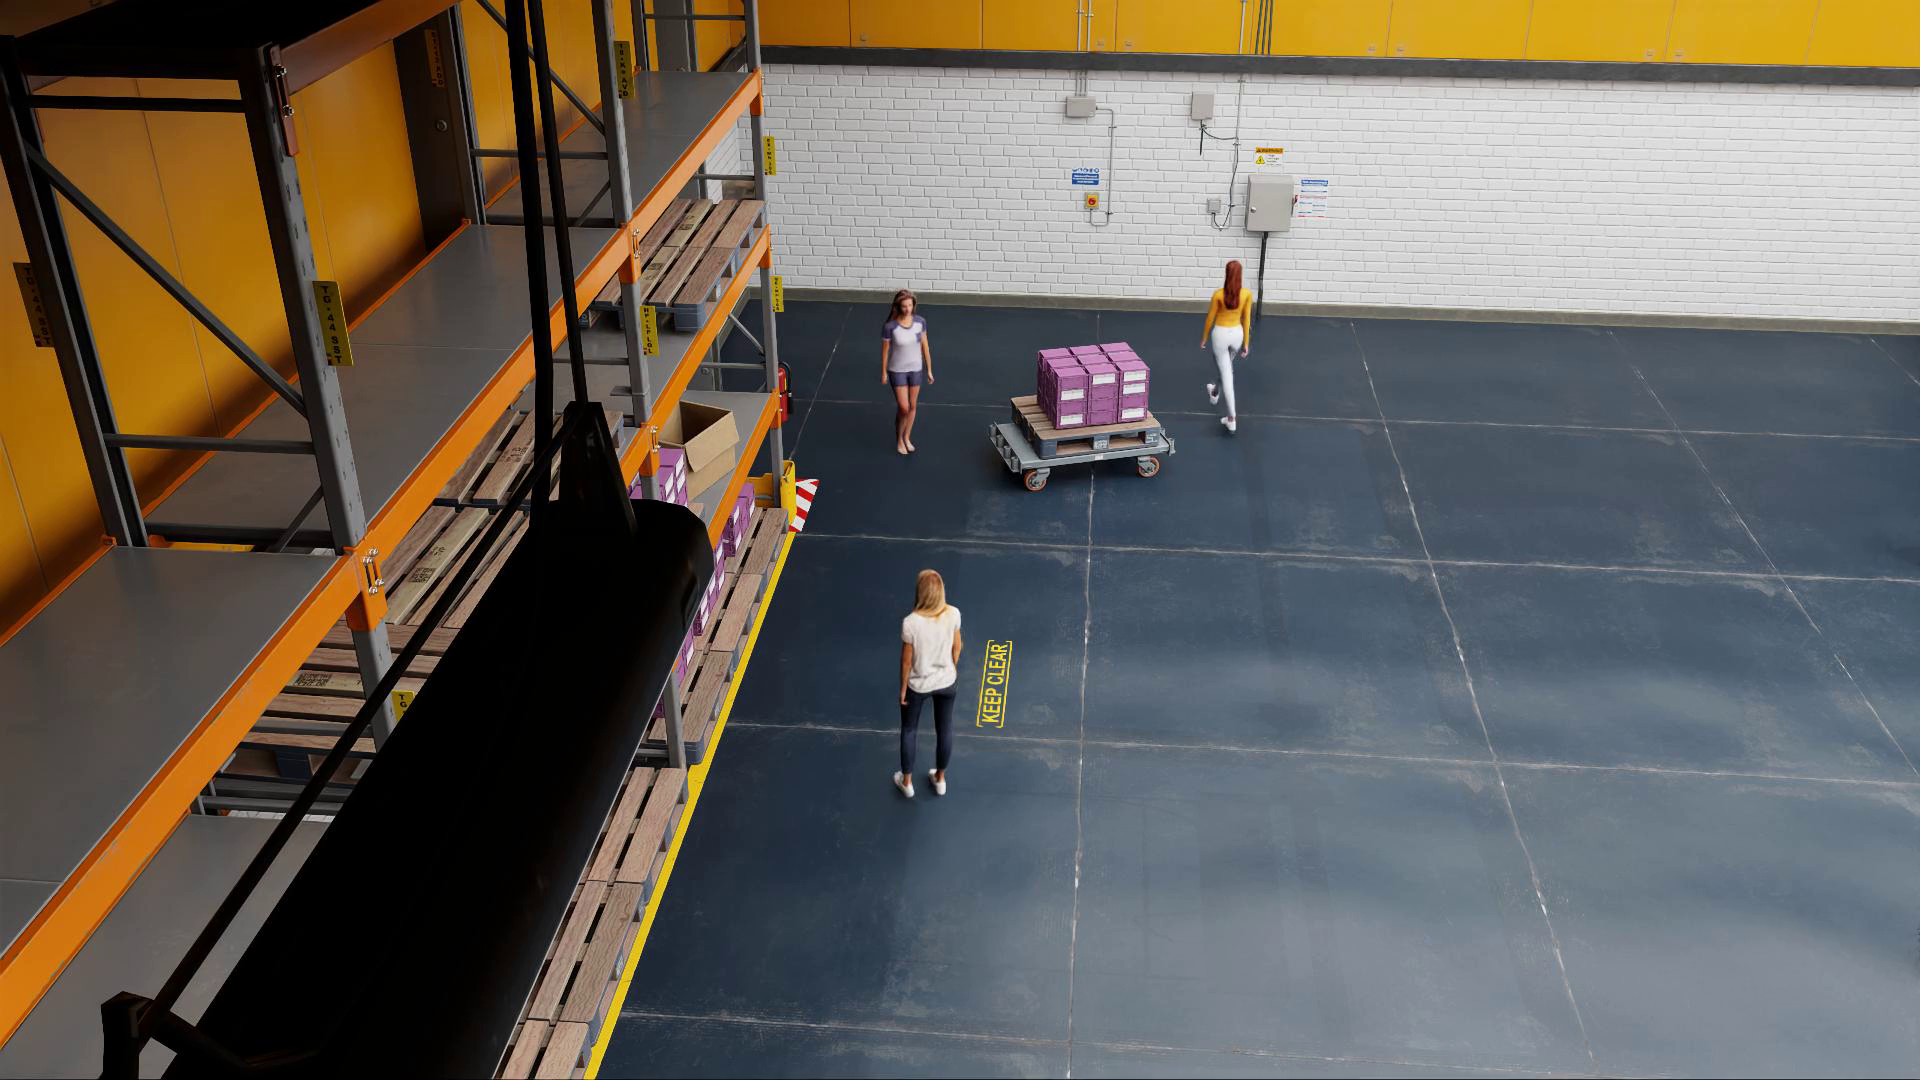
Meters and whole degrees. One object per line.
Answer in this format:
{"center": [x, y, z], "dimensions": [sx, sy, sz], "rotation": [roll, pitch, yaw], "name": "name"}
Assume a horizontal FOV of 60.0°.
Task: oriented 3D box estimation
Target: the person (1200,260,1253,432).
{"center": [2.722, -1.931, 16.805], "dimensions": [0.824, 1.690, 1.241], "rotation": [-5, 29, -9], "name": "person"}

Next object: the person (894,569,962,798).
{"center": [-0.168, 1.010, 11.293], "dimensions": [0.710, 1.806, 0.714], "rotation": [-9, 30, -17], "name": "person"}

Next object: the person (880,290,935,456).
{"center": [-0.569, -1.682, 16.323], "dimensions": [0.737, 1.714, 0.767], "rotation": [-13, 31, -22], "name": "person"}
